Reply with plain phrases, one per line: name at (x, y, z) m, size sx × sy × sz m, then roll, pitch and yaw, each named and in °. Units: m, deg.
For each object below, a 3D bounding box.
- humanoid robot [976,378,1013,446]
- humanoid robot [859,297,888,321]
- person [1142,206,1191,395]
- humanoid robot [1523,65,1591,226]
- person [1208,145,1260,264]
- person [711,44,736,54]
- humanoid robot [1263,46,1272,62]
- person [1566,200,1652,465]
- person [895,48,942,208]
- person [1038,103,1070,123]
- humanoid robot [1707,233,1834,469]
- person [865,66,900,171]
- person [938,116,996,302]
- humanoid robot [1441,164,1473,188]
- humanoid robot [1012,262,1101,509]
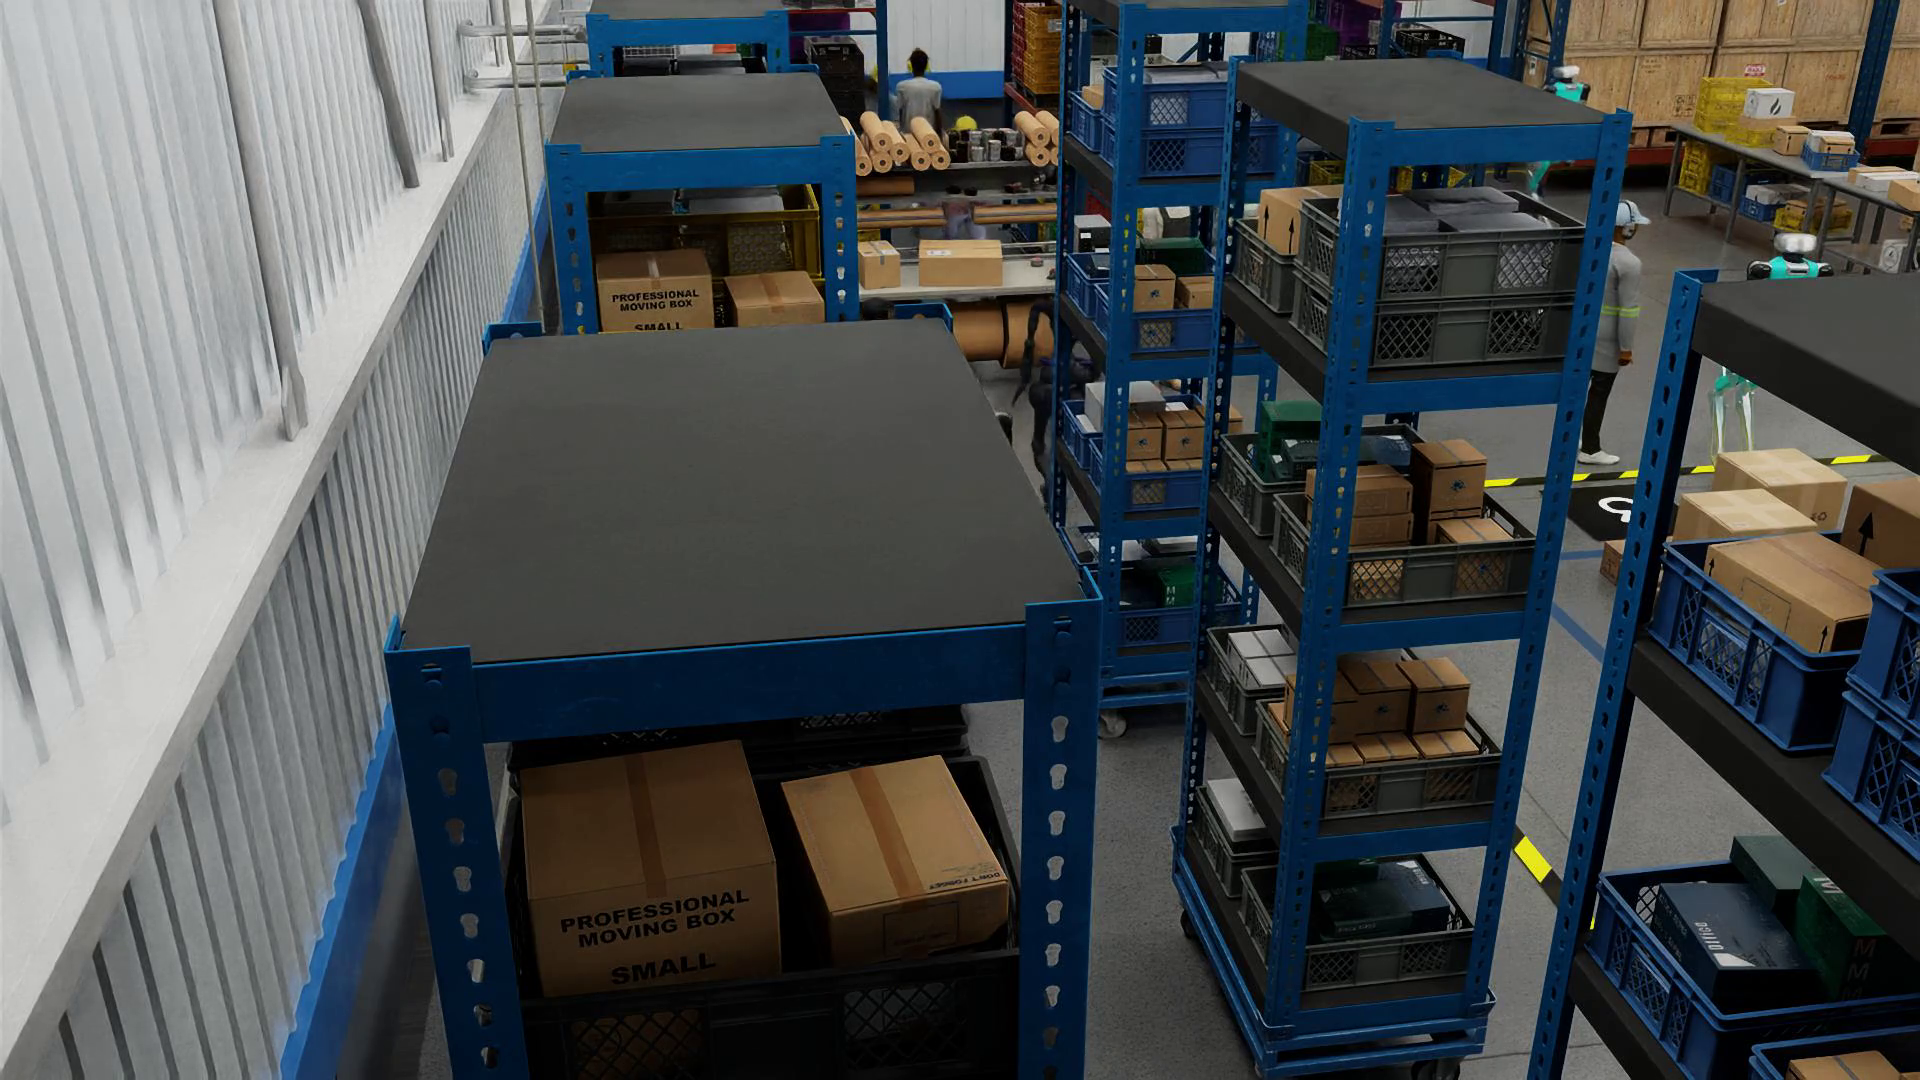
humanoid robot at (-0.020, 0.066, 8.381) m, size 0.550 × 1.727 × 1.010 m, roll 4°, pitch 25°, yaw 9°
humanoid robot at (-0.527, -0.639, 10.017) m, size 0.609 × 1.640 × 0.399 m, roll 5°, pitch 25°, yaw 10°
person at (1.607, -2.016, 12.794) m, size 0.504 × 1.846 × 0.348 m, roll -16°, pitch 29°, yaw -30°
humanoid robot at (6.185, -4.182, 17.689) m, size 0.531 × 1.784 × 1.019 m, roll -6°, pitch 25°, yaw -13°
person at (2.337, -2.552, 13.978) m, size 0.648 × 1.823 × 0.612 m, roll 8°, pitch 26°, yaw 16°
person at (-2.418, -4.245, 17.401) m, size 0.606 × 2.048 × 0.366 m, roll 7°, pitch 26°, yaw 15°
humanoid robot at (3.293, -4.734, 18.879) m, size 1.038 × 1.751 × 0.548 m, roll -8°, pitch 26°, yaw -18°
person at (4.474, -1.436, 11.524) m, size 0.387 × 1.850 × 0.598 m, roll -8°, pitch 26°, yaw -17°
person at (-0.438, -4.273, 17.695) m, size 0.526 × 1.851 × 0.711 m, roll 0°, pitch 25°, yaw -1°
person at (1.026, -4.489, 18.099) m, size 0.583 × 1.912 × 0.390 m, roll 4°, pitch 25°, yaw 9°
humanoid robot at (5.367, -1.285, 11.224) m, size 0.536 × 1.698 × 0.747 m, roll 1°, pitch 25°, yaw 2°
person at (-0.865, -4.208, 17.719) m, size 0.499 × 1.703 × 0.528 m, roll 4°, pitch 25°, yaw 8°
person at (0.062, -2.911, 14.887) m, size 0.555 × 1.720 × 0.905 m, roll -11°, pitch 27°, yaw -23°
humanoid robot at (5.120, -3.881, 17.068) m, size 0.610 × 1.634 × 0.656 m, roll -9°, pitch 26°, yaw -19°
humanoid robot at (0.667, -1.003, 10.816) m, size 0.617 × 1.626 × 0.531 m, roll -5°, pitch 25°, yaw -11°
